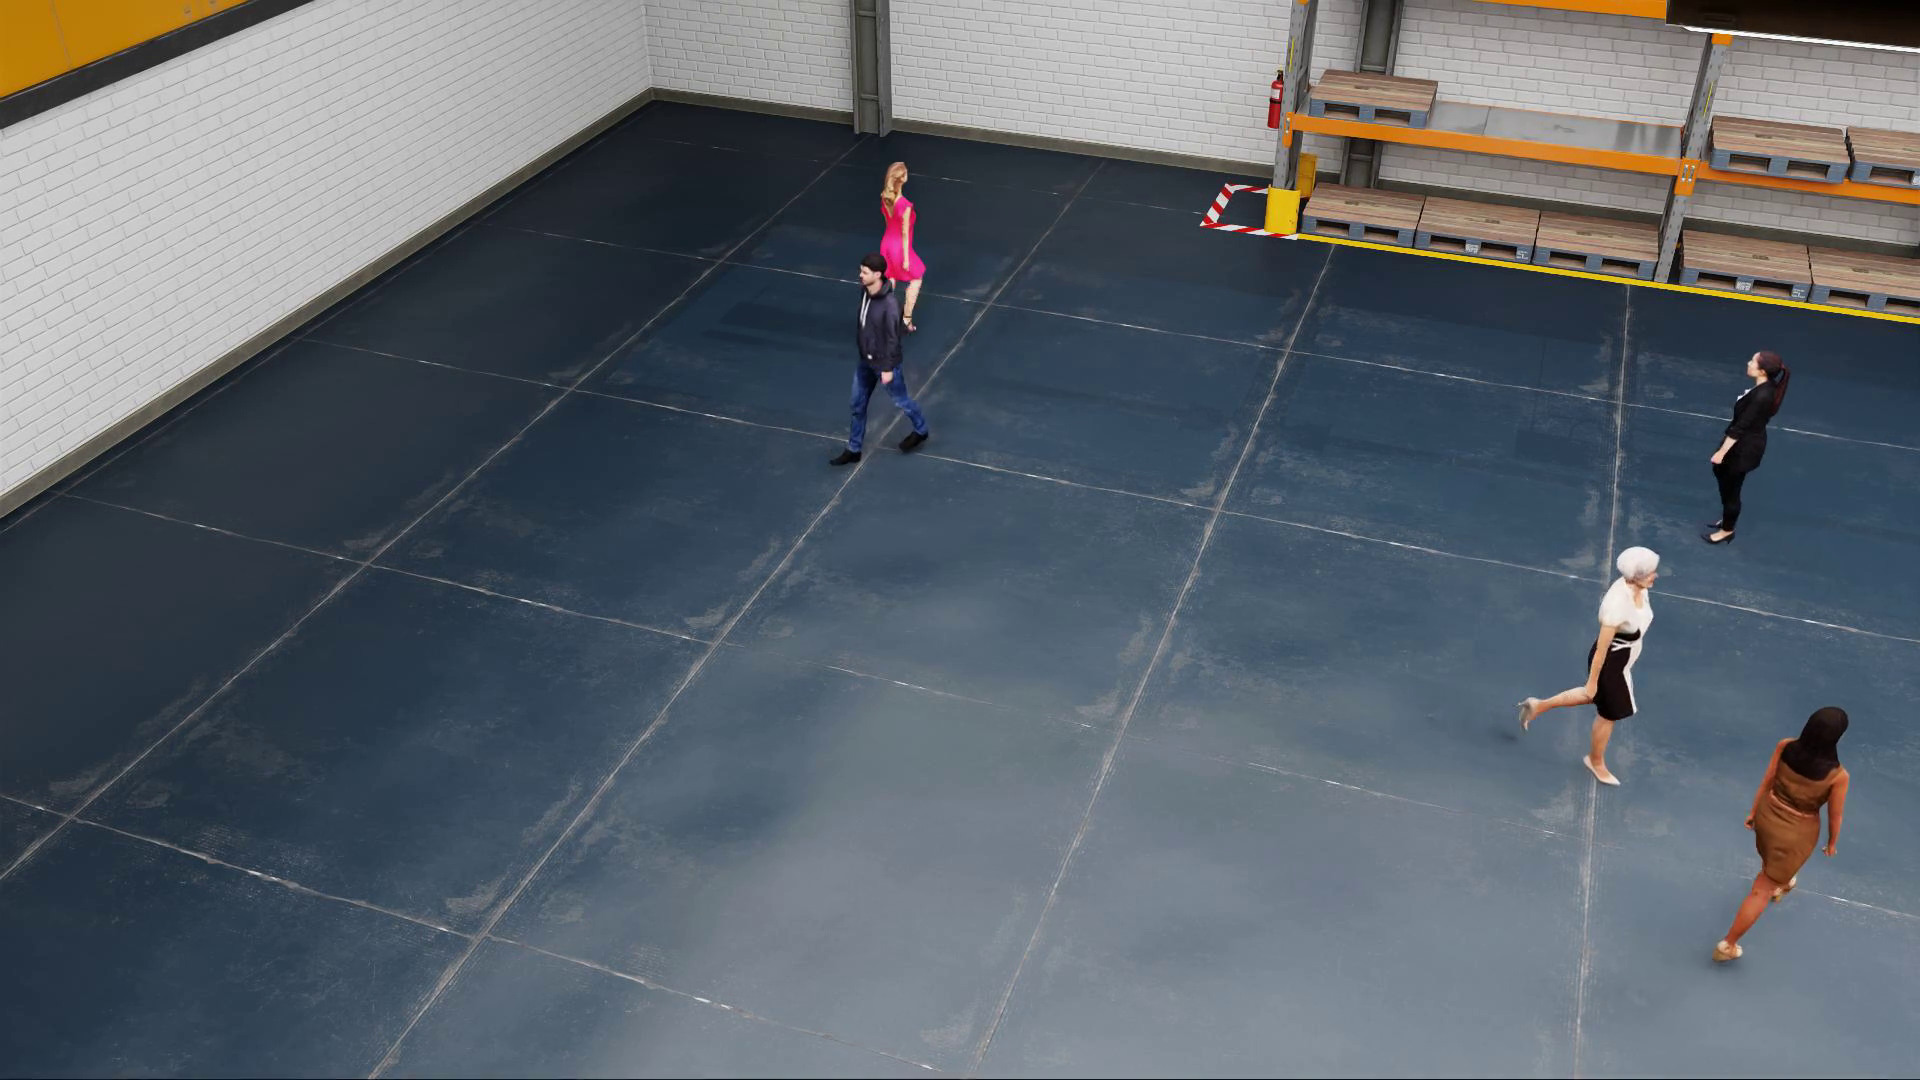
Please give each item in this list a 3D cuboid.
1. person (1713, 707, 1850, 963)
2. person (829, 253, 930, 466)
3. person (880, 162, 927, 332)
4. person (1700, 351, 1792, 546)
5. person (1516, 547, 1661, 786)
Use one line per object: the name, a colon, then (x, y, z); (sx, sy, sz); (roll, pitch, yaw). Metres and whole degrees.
person: (4.471, 1.655, 9.117); (1.056, 1.637, 1.090); (-21, 39, -28)
person: (-0.557, -1.487, 13.657); (1.180, 1.845, 1.225); (-21, 39, -28)
person: (-0.657, -2.676, 15.564); (0.794, 1.713, 0.737); (-22, 40, -30)
person: (5.994, -0.647, 12.568); (0.668, 1.650, 0.676); (22, 40, 30)
person: (3.963, 0.746, 10.400); (1.047, 1.731, 0.783); (21, 39, 28)
